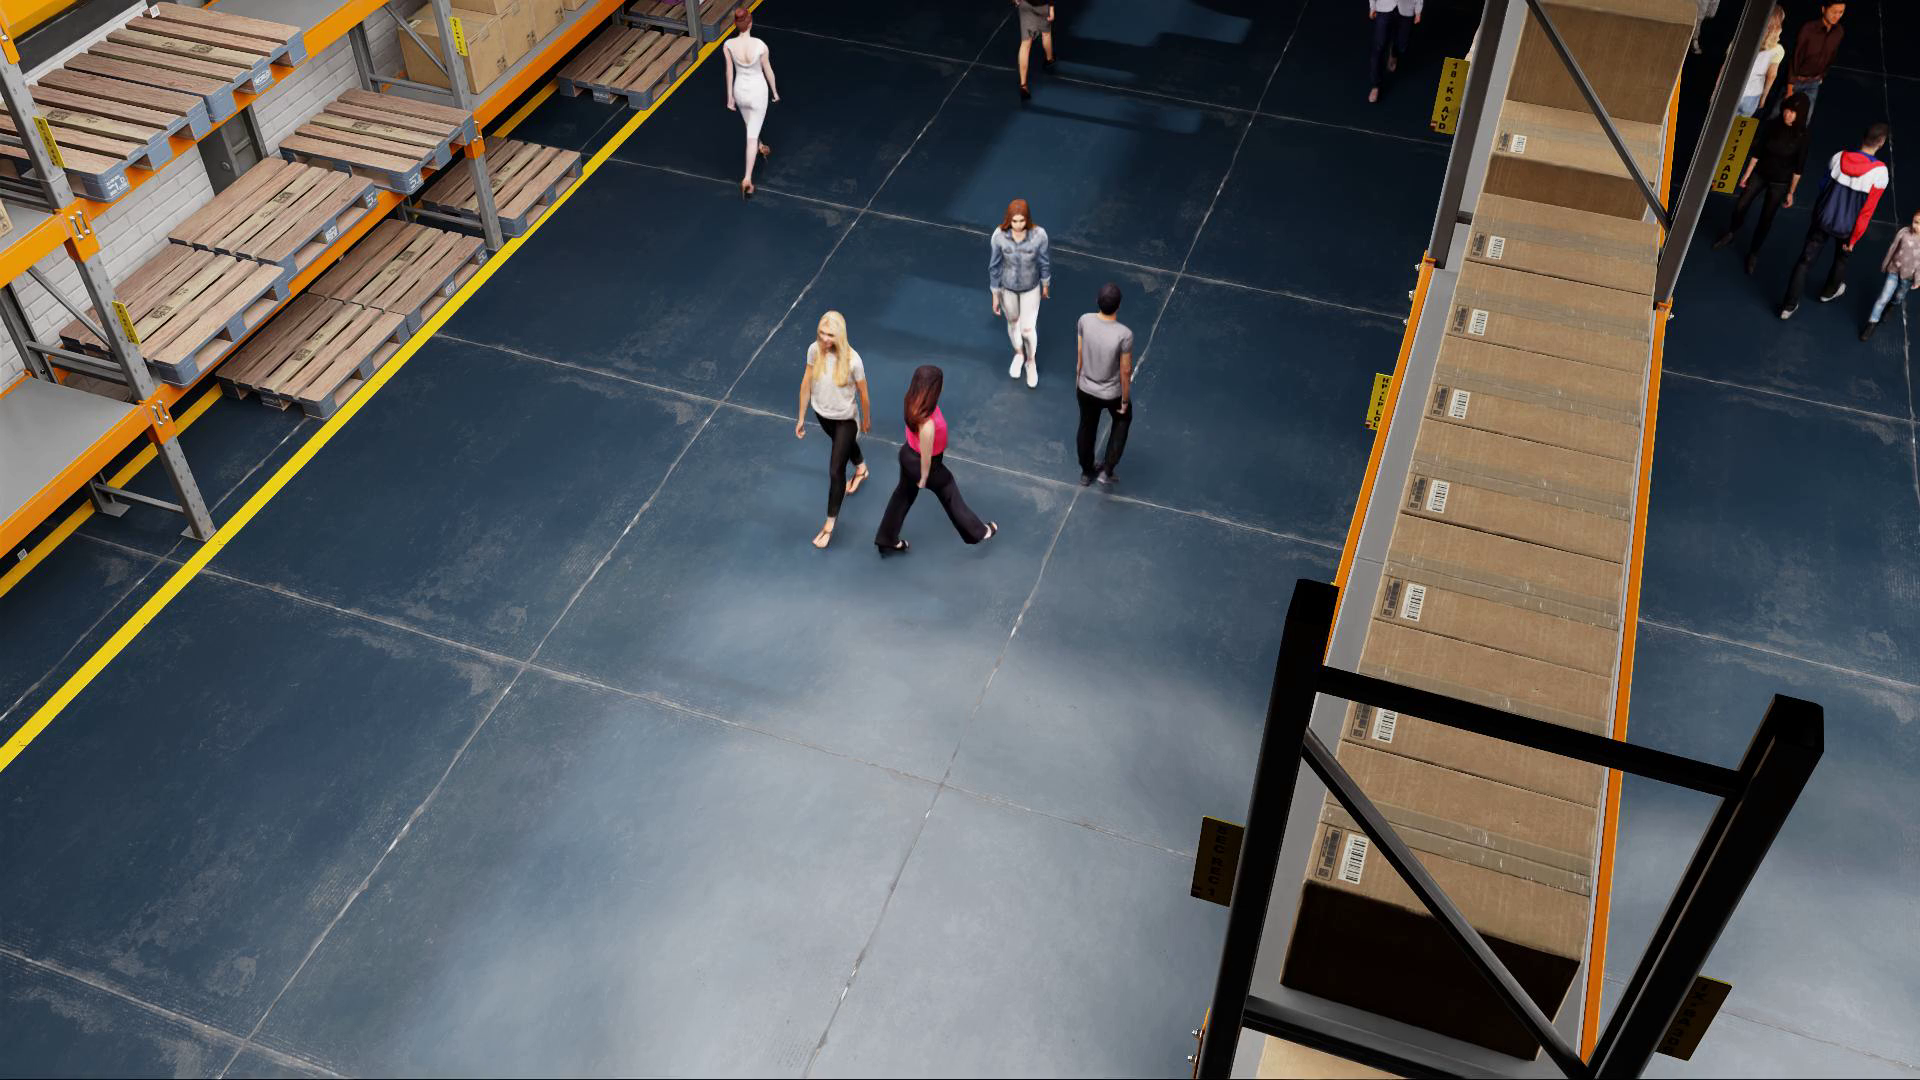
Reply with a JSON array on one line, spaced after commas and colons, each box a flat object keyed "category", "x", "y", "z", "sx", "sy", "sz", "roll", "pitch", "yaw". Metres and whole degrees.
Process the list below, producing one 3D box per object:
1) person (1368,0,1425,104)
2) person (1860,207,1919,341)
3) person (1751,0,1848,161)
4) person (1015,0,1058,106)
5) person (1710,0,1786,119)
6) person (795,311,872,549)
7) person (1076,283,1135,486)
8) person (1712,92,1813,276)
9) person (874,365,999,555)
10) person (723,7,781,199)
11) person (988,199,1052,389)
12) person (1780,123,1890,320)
[{"category": "person", "x": 4.306, "y": -5.272, "z": 16.354, "sx": 0.700, "sy": 1.836, "sz": 0.983, "roll": 13, "pitch": 45, "yaw": 13}, {"category": "person", "x": 7.753, "y": -2.225, "z": 13.632, "sx": 0.594, "sy": 1.178, "sz": 0.856, "roll": 24, "pitch": 48, "yaw": 23}, {"category": "person", "x": 7.690, "y": -4.249, "z": 15.349, "sx": 0.913, "sy": 1.741, "sz": 1.187, "roll": -2, "pitch": 44, "yaw": -2}, {"category": "person", "x": 0.692, "y": -5.138, "z": 16.245, "sx": 0.662, "sy": 1.791, "sz": 1.135, "roll": 16, "pitch": 46, "yaw": 16}, {"category": "person", "x": 7.077, "y": -3.992, "z": 15.104, "sx": 0.695, "sy": 1.706, "sz": 0.701, "roll": 24, "pitch": 49, "yaw": 23}, {"category": "person", "x": -0.836, "y": -0.918, "z": 11.828, "sx": 0.701, "sy": 1.774, "sz": 1.198, "roll": 19, "pitch": 47, "yaw": 19}, {"category": "person", "x": 0.995, "y": -1.058, "z": 11.996, "sx": 0.636, "sy": 1.745, "sz": 0.672, "roll": 19, "pitch": 47, "yaw": 18}, {"category": "person", "x": 6.932, "y": -3.083, "z": 14.199, "sx": 0.786, "sy": 1.639, "sz": 0.768, "roll": 27, "pitch": 50, "yaw": 26}, {"category": "person", "x": -0.326, "y": -0.494, "z": 11.507, "sx": 1.108, "sy": 1.604, "sz": 1.081, "roll": -14, "pitch": 45, "yaw": -14}, {"category": "person", "x": -1.915, "y": -3.897, "z": 14.970, "sx": 0.681, "sy": 1.755, "sz": 1.049, "roll": 8, "pitch": 44, "yaw": 8}, {"category": "person", "x": 0.464, "y": -2.022, "z": 13.058, "sx": 0.669, "sy": 1.676, "sz": 0.667, "roll": 6, "pitch": 44, "yaw": 7}, {"category": "person", "x": 7.104, "y": -2.554, "z": 13.578, "sx": 0.904, "sy": 1.730, "sz": 1.083, "roll": 33, "pitch": 52, "yaw": 30}]
